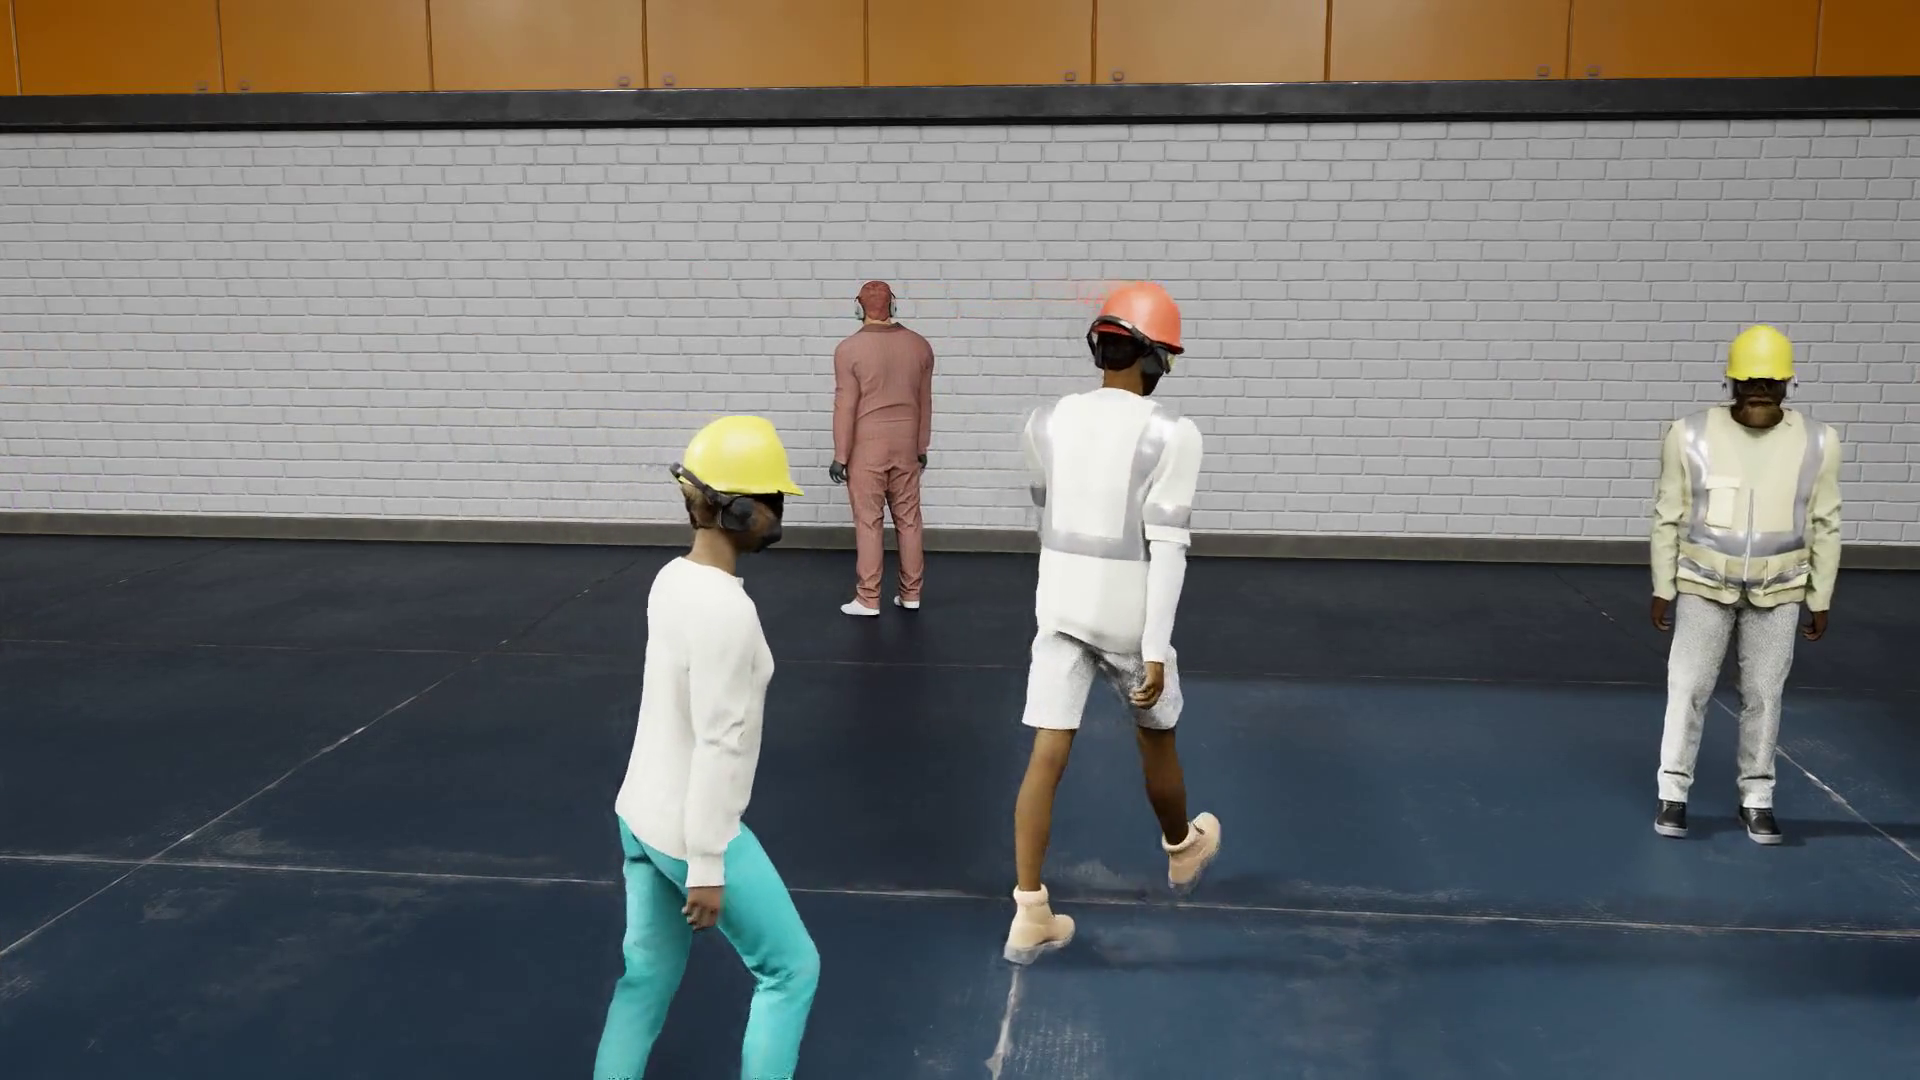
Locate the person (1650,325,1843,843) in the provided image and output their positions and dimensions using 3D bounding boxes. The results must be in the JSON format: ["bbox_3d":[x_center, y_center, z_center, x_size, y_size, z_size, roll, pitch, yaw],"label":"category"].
[{"bbox_3d":[2.738,0.161,5.832,0.608,1.821,0.420,4,11,20],"label":"person"}]

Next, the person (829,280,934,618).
[{"bbox_3d":[-0.458,-0.510,9.433,0.636,1.903,0.405,-7,12,-33],"label":"person"}]

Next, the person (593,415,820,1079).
[{"bbox_3d":[-0.526,0.604,3.547,0.648,1.727,0.534,-5,11,-26],"label":"person"}]

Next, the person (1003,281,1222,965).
[{"bbox_3d":[0.470,0.217,5.051,0.616,1.968,1.099,6,12,31],"label":"person"}]
